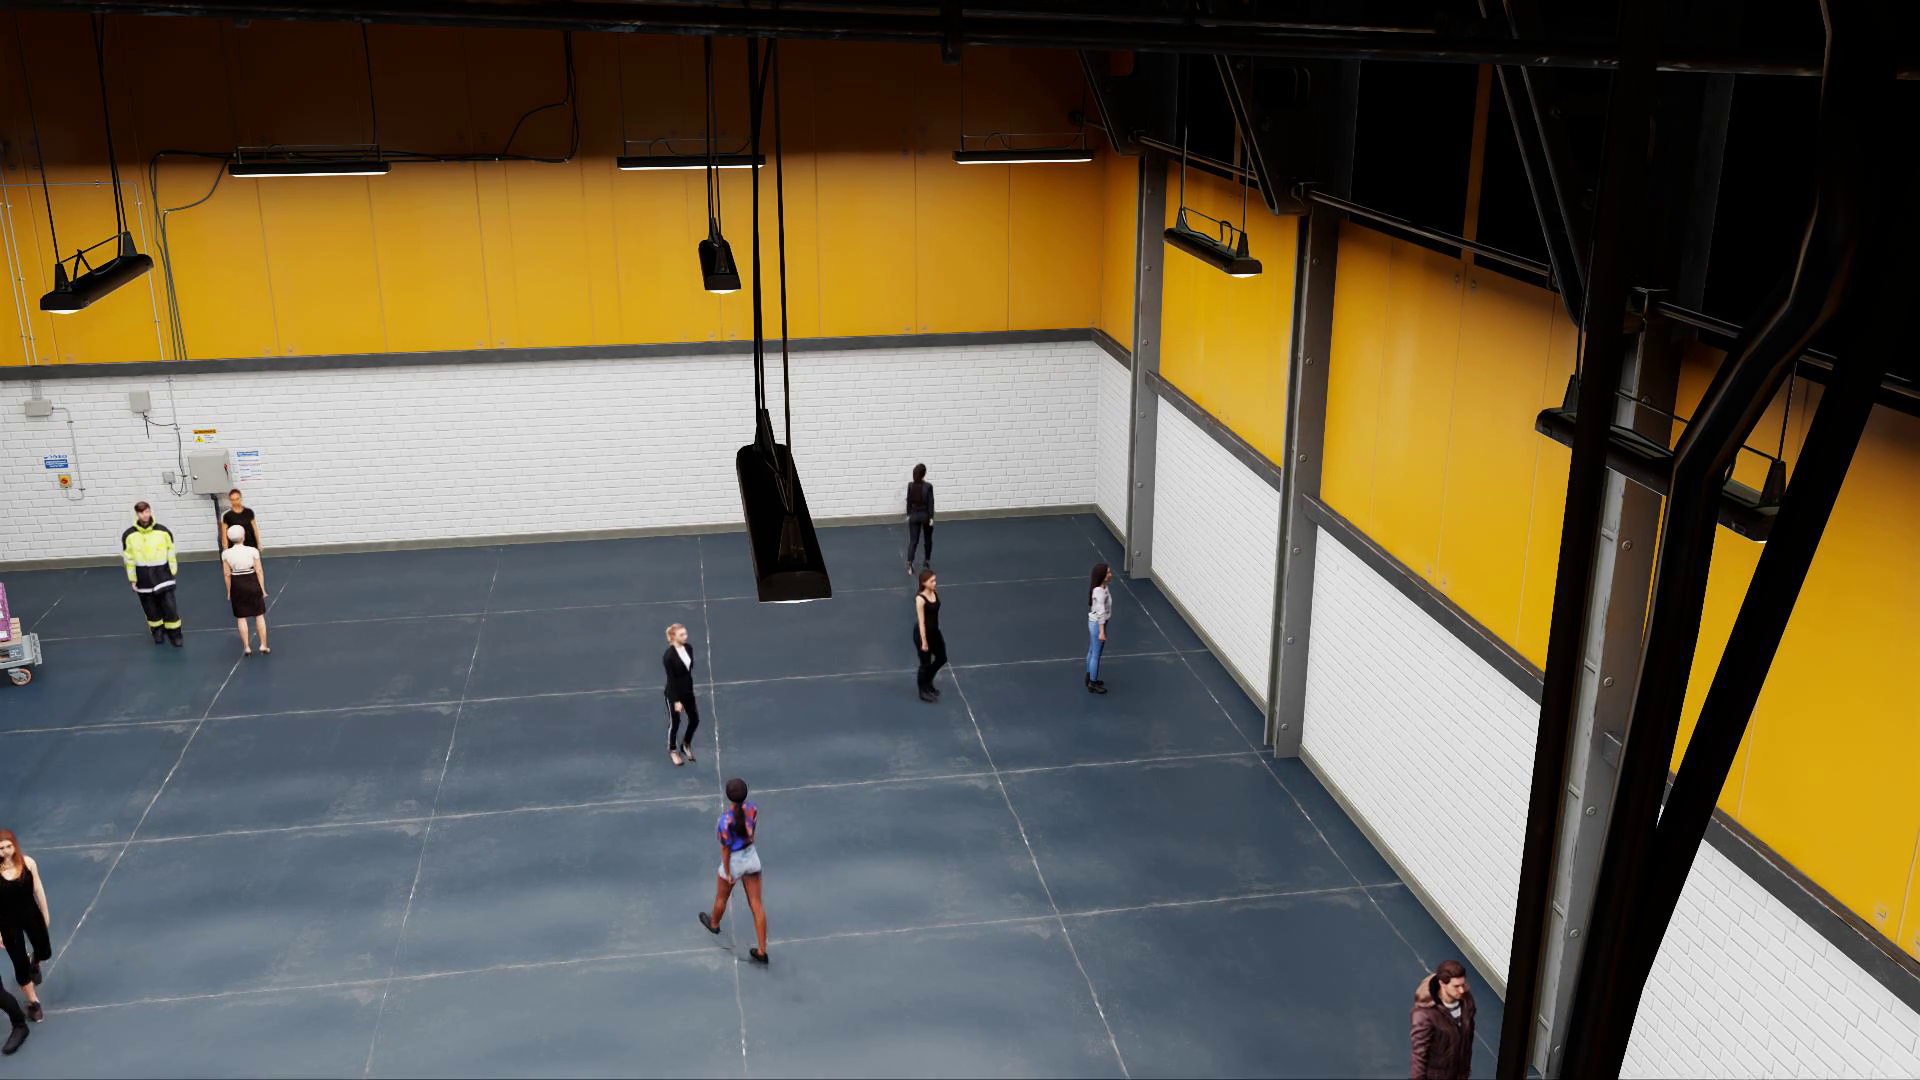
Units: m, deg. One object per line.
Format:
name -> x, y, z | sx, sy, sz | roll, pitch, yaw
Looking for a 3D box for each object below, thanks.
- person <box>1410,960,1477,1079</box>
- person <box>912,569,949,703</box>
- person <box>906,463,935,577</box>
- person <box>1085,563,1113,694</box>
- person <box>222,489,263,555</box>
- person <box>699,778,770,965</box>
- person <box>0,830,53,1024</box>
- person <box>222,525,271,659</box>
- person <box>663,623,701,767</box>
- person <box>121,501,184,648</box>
person -> 3.398, 3.778, 11.809 | 0.850, 1.846, 0.821 | -12, 22, -32
person -> -0.452, 1.134, 19.923 | 0.787, 1.678, 0.720 | 10, 21, 28
person -> -0.595, -0.258, 24.047 | 0.887, 1.684, 1.129 | 5, 19, 15
person -> 1.676, 1.051, 20.243 | 0.691, 1.631, 0.499 | -1, 19, -2
person -> -10.003, 0.064, 23.150 | 0.792, 1.647, 0.942 | -12, 22, -32
person -> -1.866, 2.919, 14.594 | 0.961, 1.696, 1.204 | -14, 23, -36
person -> -7.850, 3.159, 13.862 | 0.821, 1.709, 0.969 | -14, 23, -36
person -> -9.114, 0.657, 21.223 | 0.642, 1.754, 0.547 | -5, 19, -16
person -> -3.149, 1.692, 18.249 | 0.788, 1.689, 0.730 | 14, 23, 35
person -> -10.516, 0.413, 21.630 | 0.940, 1.955, 1.078 | -9, 21, -26
